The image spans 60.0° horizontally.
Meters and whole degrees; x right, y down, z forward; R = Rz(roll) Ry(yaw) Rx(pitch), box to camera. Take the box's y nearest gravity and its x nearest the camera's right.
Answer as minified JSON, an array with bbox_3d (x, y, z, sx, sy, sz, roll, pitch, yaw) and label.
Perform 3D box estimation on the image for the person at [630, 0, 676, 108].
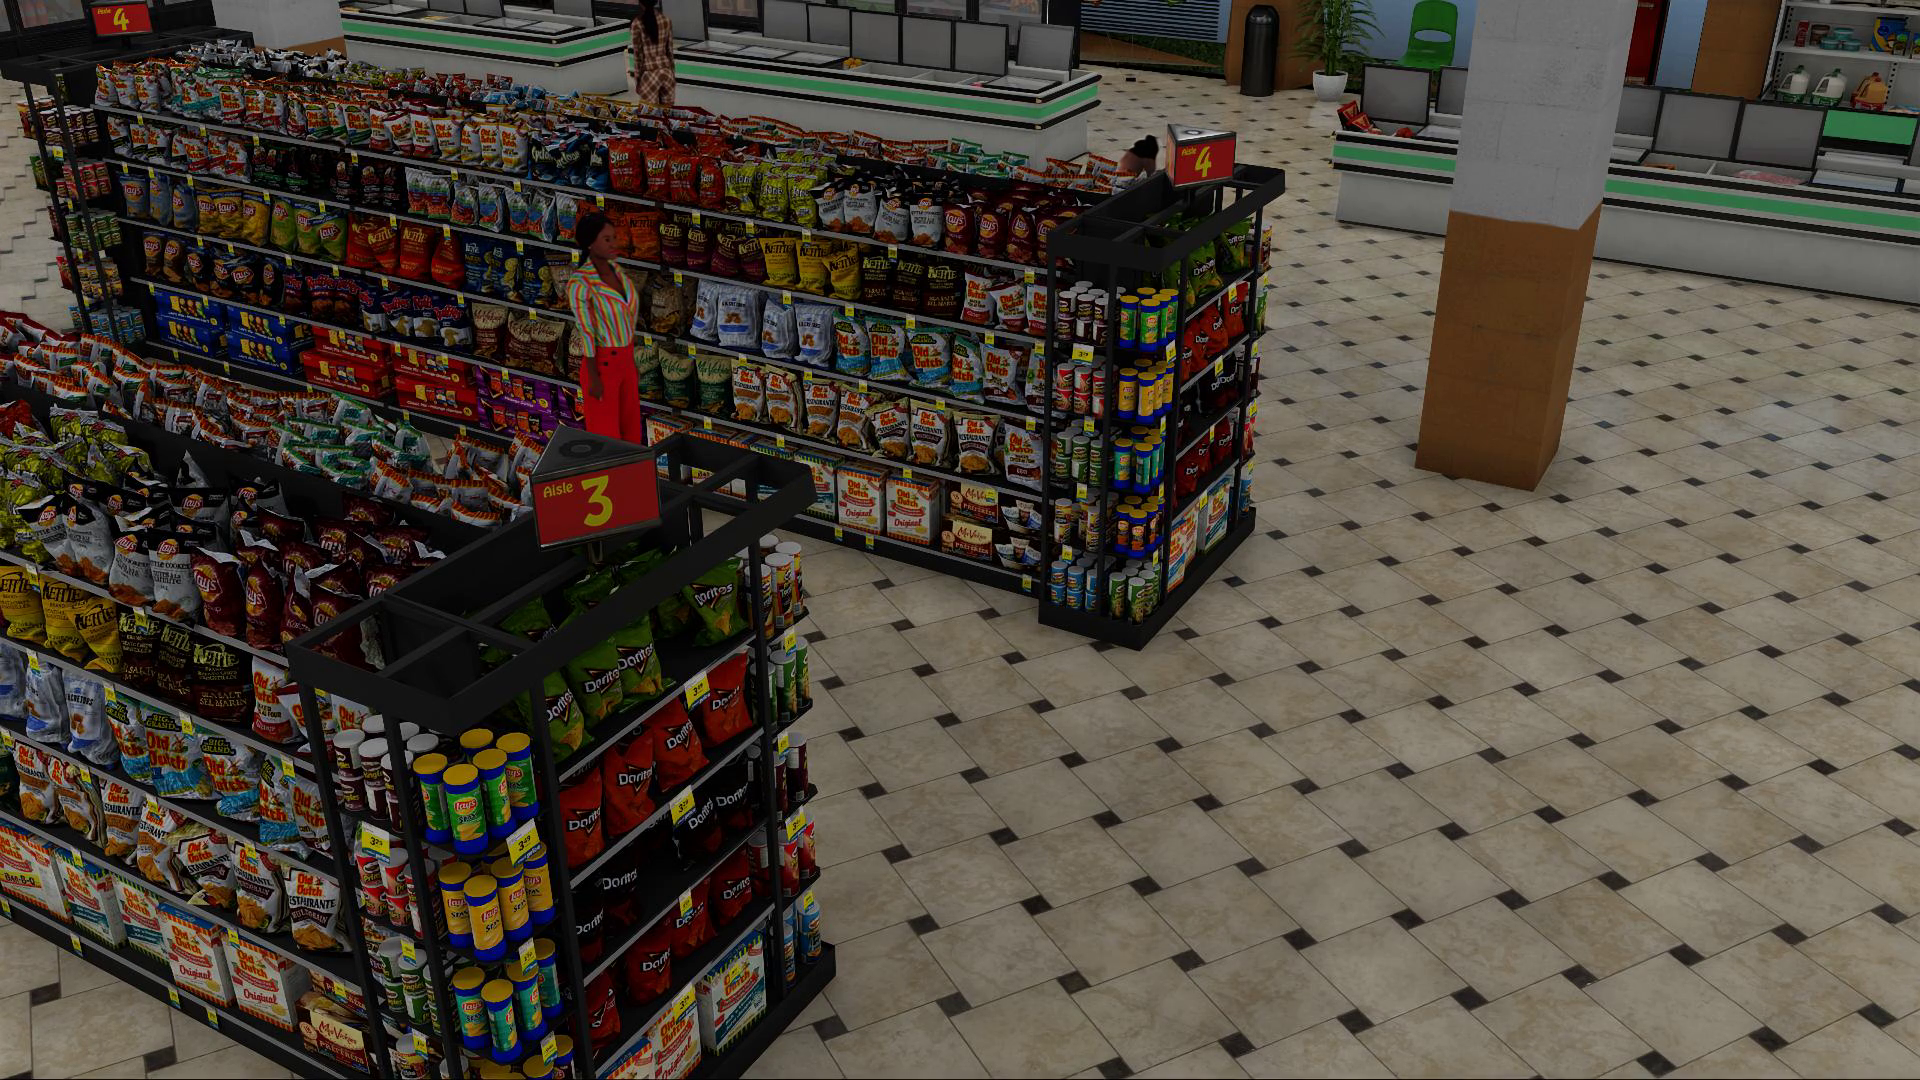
[{"bbox_3d":[-2.819,-4.238,15.438,0.656,1.794,0.664,-18,32,-32],"label":"person"}]

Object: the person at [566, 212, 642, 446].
[{"bbox_3d":[-1.842,-0.844,8.745,0.566,1.793,0.623,11,29,20],"label":"person"}]

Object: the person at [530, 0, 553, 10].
[{"bbox_3d":[-5.708,-7.687,22.283,0.559,1.754,0.597,21,34,35],"label":"person"}]

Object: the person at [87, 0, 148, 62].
[{"bbox_3d":[-8.155,-4.655,16.224,0.591,1.825,0.684,16,31,28],"label":"person"}]
